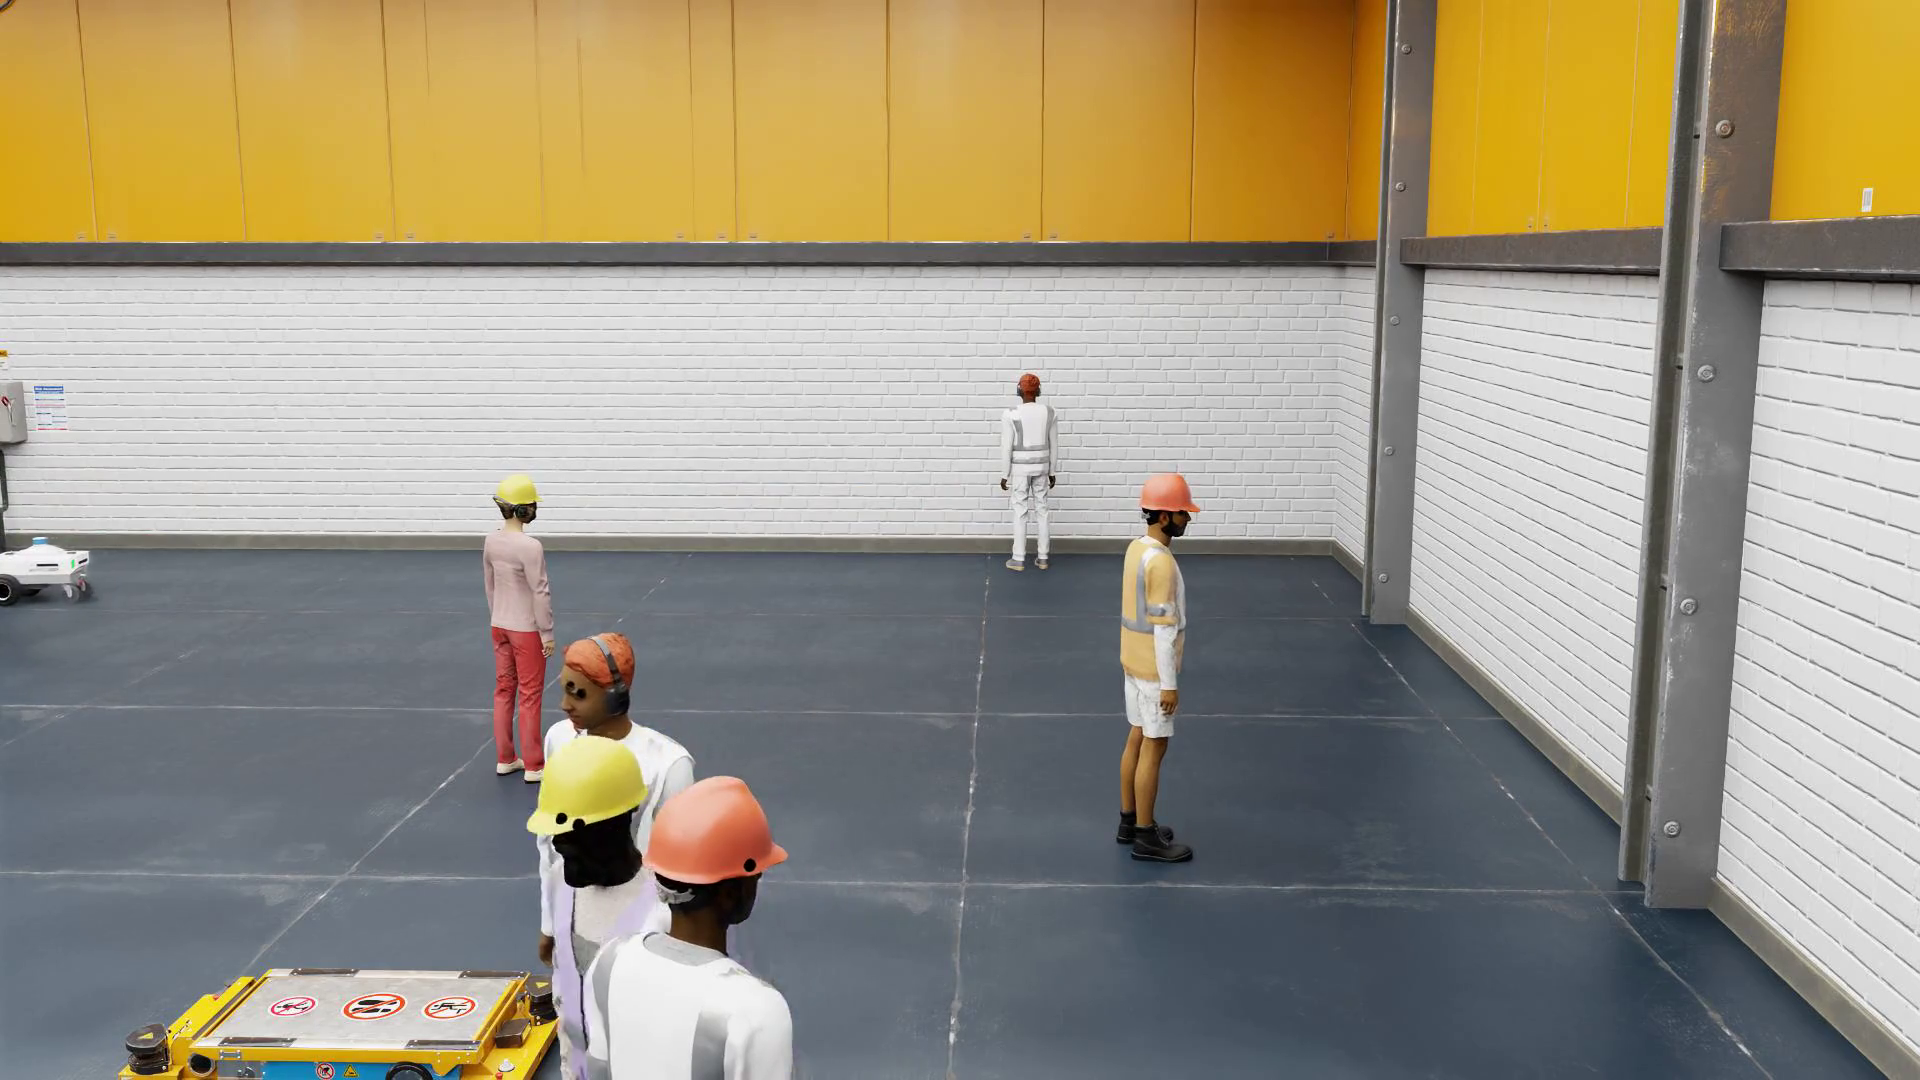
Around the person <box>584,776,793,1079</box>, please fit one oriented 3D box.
[{"bbox_3d":[-0.521,1.441,3.508,0.550,1.935,0.375,7,12,36],"label":"person"}]

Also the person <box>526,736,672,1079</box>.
[{"bbox_3d":[-0.731,1.360,4.162,0.597,1.888,0.905,9,13,43],"label":"person"}]

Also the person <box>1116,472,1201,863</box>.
[{"bbox_3d":[0.993,0.624,8.287,0.376,1.935,0.550,-2,10,-9],"label":"person"}]

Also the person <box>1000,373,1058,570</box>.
[{"bbox_3d":[0.660,-0.646,15.887,0.574,1.883,0.356,-3,10,-19],"label":"person"}]

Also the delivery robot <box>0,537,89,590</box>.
[{"bbox_3d":[-7.967,0.219,14.428,0.707,0.478,0.477,-1,10,-5],"label":"delivery robot"}]

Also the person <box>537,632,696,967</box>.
[{"bbox_3d":[-1.059,1.197,5.084,0.572,1.886,0.355,5,11,29],"label":"person"}]

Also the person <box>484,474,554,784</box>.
[{"bbox_3d":[-2.496,0.505,9.488,0.525,1.769,0.313,8,12,38],"label":"person"}]

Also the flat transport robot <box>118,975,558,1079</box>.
[{"bbox_3d":[-2.249,1.820,6.161,1.431,0.197,0.652,0,10,2],"label":"flat transport robot"}]
